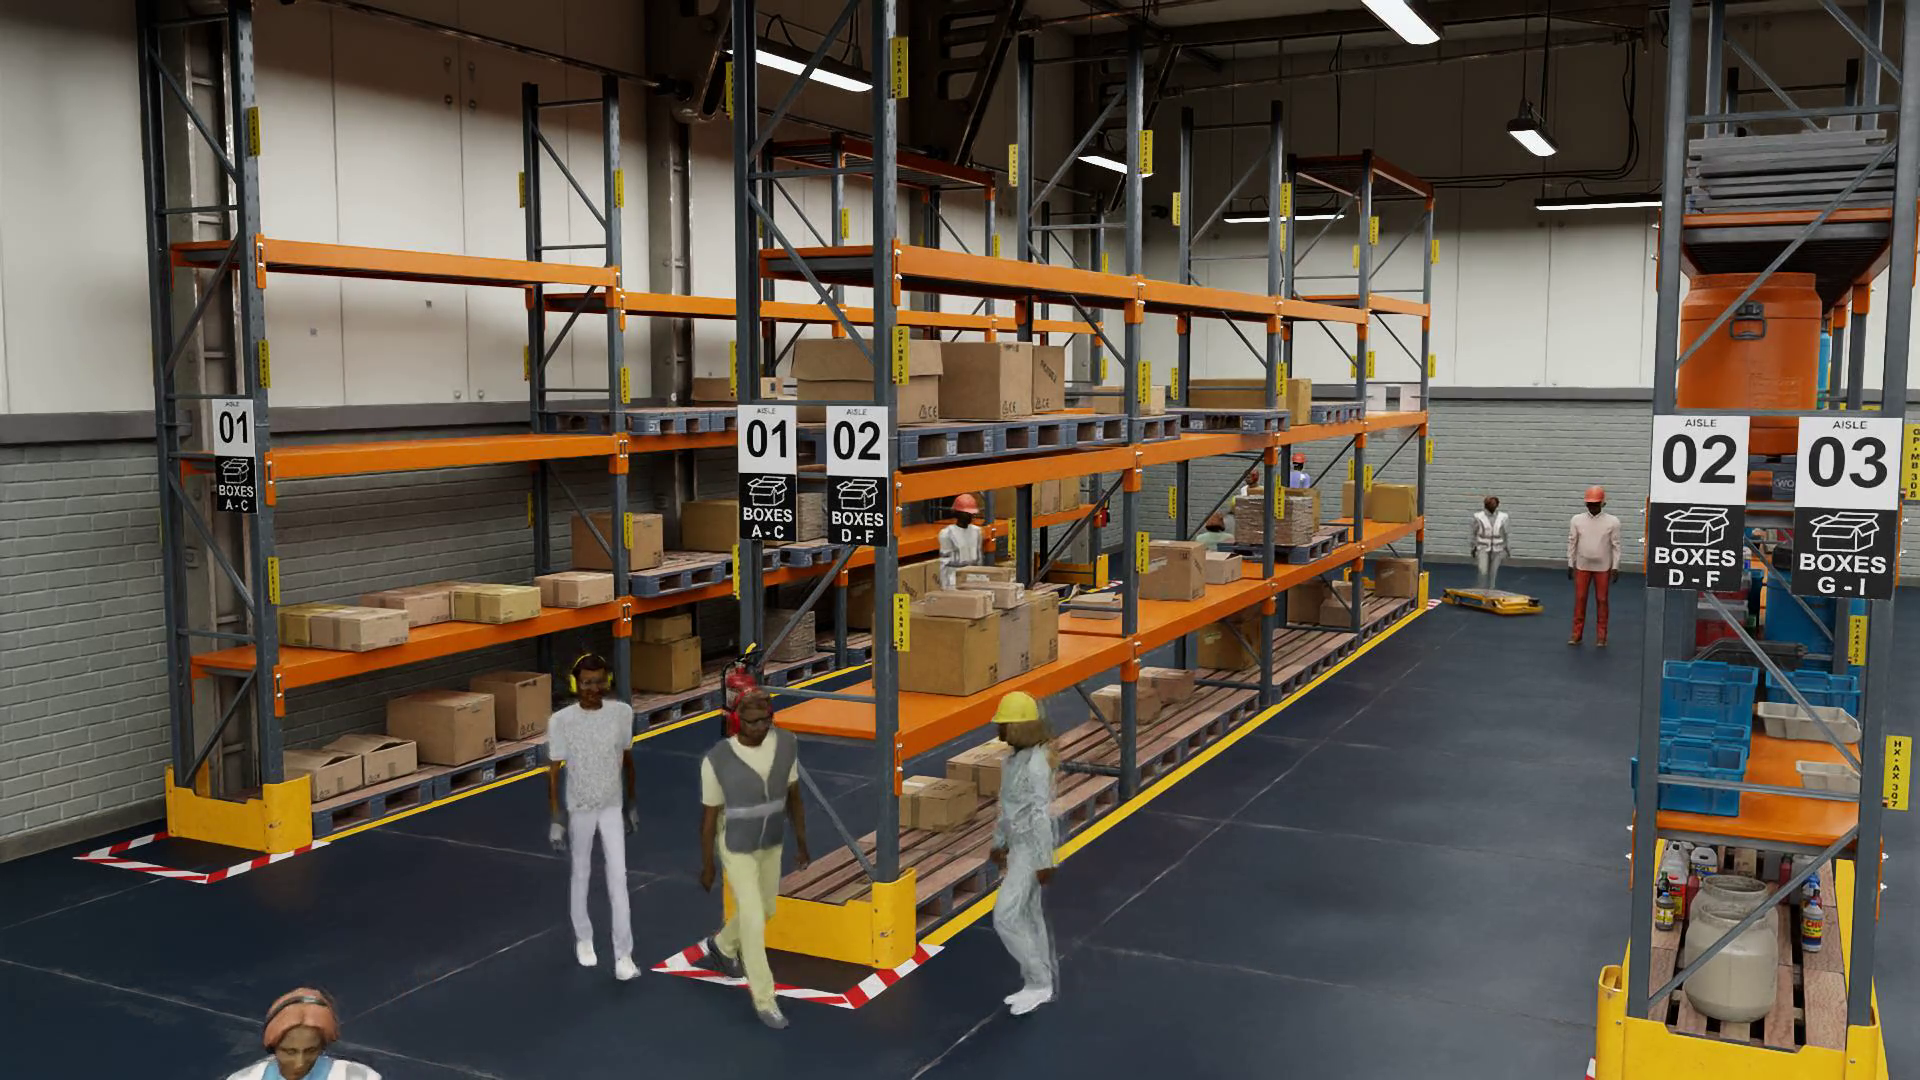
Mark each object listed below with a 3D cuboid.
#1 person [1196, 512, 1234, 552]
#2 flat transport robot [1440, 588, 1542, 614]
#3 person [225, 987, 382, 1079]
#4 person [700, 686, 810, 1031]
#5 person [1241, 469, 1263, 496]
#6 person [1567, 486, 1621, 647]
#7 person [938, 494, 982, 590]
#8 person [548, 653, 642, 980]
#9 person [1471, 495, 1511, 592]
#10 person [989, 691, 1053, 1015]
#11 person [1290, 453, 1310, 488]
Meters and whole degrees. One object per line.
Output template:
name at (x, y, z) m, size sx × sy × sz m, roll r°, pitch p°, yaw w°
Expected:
person at (3.221, 0.456, 21.014) m, size 0.499 × 1.633 × 0.289 m, roll 1°, pitch 6°, yaw 5°
flat transport robot at (7.564, 0.852, 23.721) m, size 0.652 × 0.197 × 1.431 m, roll -2°, pitch 6°, yaw -21°
person at (-1.953, 2.104, 5.006) m, size 0.554 × 1.620 × 0.430 m, roll 0°, pitch 6°, yaw -1°
person at (-1.163, 1.627, 8.853) m, size 0.630 × 1.805 × 0.813 m, roll -5°, pitch 8°, yaw -43°
person at (4.724, -0.231, 26.708) m, size 0.393 × 1.839 × 0.563 m, roll -4°, pitch 7°, yaw -36°
person at (7.819, 0.326, 20.550) m, size 0.622 × 1.989 × 0.399 m, roll 4°, pitch 7°, yaw 32°
person at (0.033, 0.494, 18.746) m, size 0.606 × 2.032 × 0.420 m, roll -5°, pitch 8°, yaw -42°
person at (-2.031, 1.560, 9.328) m, size 0.534 × 1.831 × 0.905 m, roll -2°, pitch 6°, yaw -21°
person at (7.655, 0.164, 23.952) m, size 0.527 × 1.611 × 0.731 m, roll 0°, pitch 6°, yaw 3°
person at (0.330, 1.660, 8.883) m, size 0.436 × 1.729 × 0.490 m, roll -1°, pitch 6°, yaw -12°
person at (6.042, -0.596, 29.782) m, size 0.553 × 1.935 × 0.362 m, roll 5°, pitch 8°, yaw 39°
